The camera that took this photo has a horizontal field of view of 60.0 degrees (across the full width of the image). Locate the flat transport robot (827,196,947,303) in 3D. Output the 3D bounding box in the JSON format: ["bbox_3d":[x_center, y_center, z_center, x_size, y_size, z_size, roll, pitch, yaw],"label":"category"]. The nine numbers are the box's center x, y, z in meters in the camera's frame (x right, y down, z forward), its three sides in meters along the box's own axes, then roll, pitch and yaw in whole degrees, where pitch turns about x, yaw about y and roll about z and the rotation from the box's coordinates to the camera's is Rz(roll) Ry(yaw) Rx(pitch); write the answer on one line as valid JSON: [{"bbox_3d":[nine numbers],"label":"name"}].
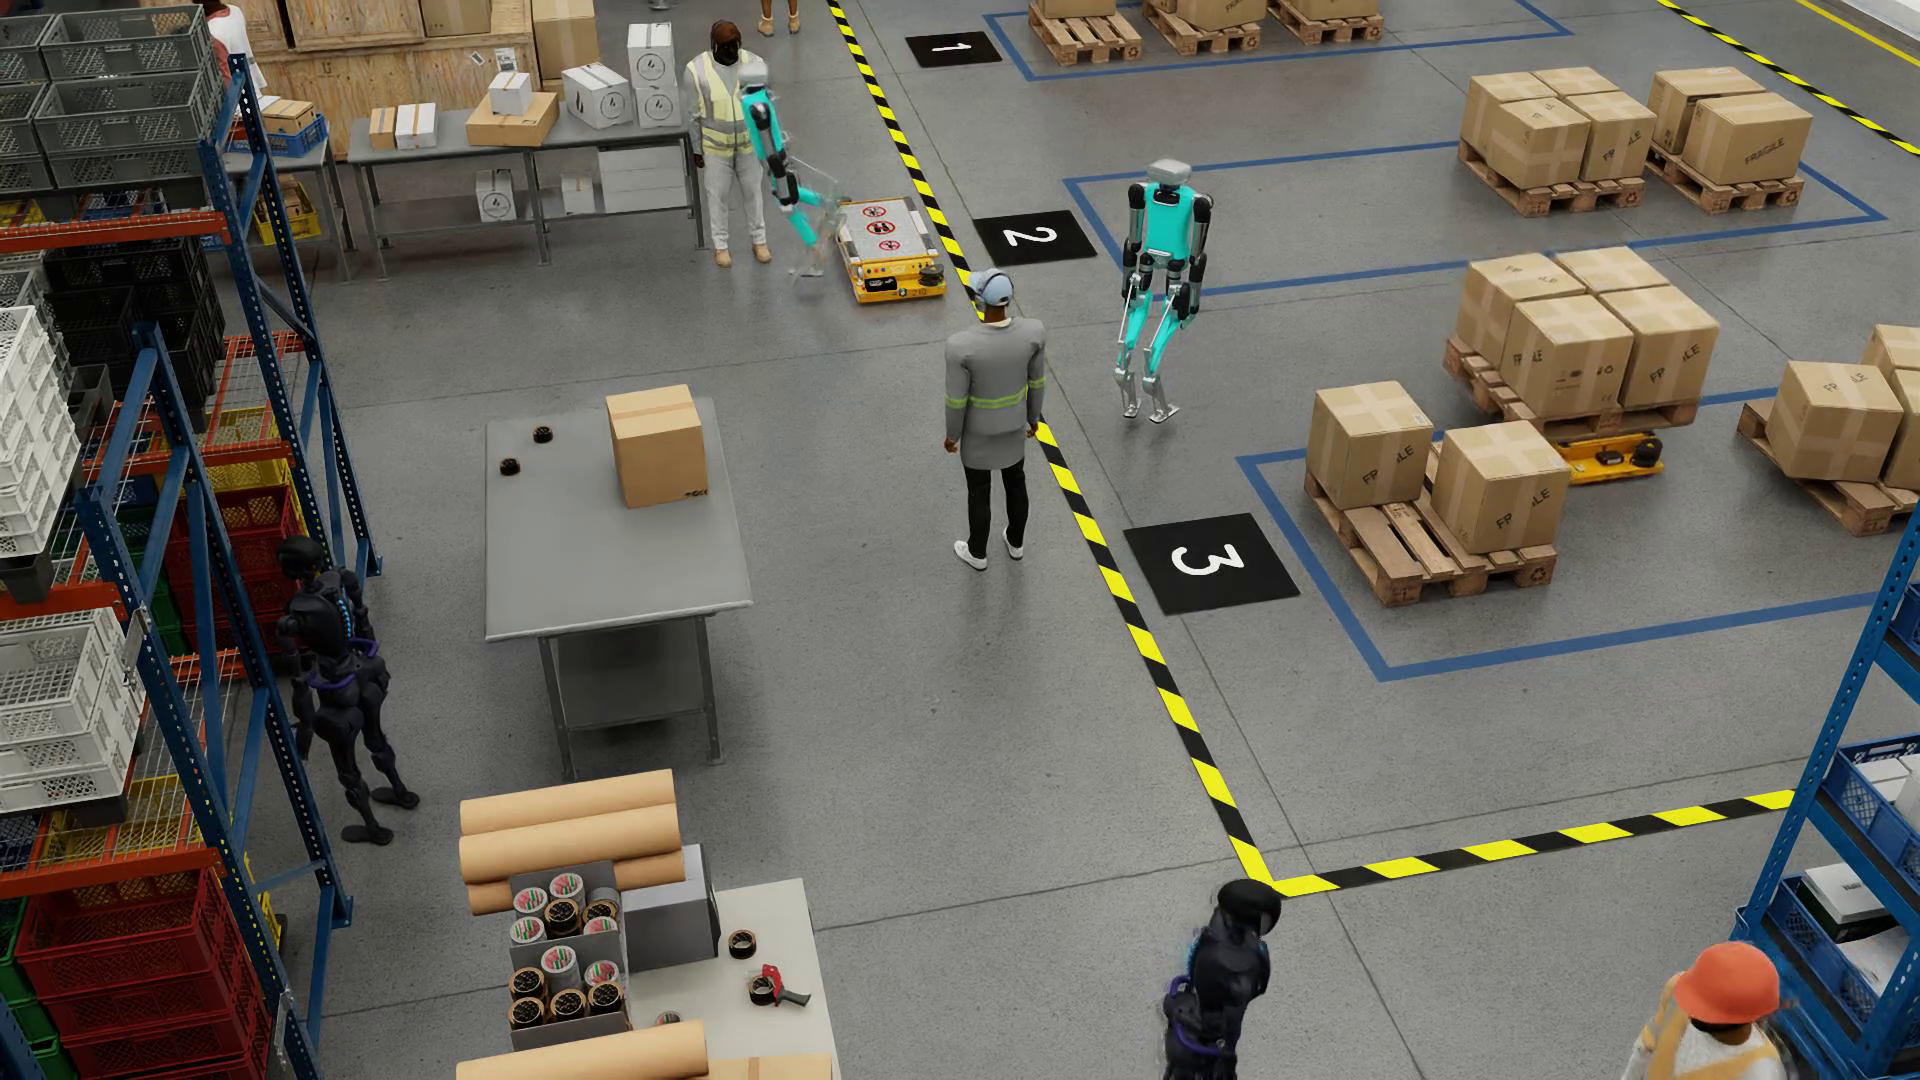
[{"bbox_3d":[-0.570,-2.220,12.538,0.659,0.231,1.431,-8,37,-10],"label":"flat transport robot"}]

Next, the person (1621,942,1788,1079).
[{"bbox_3d":[2.382,1.989,5.495,0.490,1.922,0.553,-6,37,-8],"label":"person"}]

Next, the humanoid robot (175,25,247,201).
[{"bbox_3d":[-5.609,-3.035,12.457,0.465,1.638,0.608,-11,38,-14],"label":"humanoid robot"}]

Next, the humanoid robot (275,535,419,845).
[{"bbox_3d":[-2.776,0.672,7.468,0.308,1.653,0.614,10,38,13],"label":"humanoid robot"}]

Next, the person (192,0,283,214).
[{"bbox_3d":[-5.515,-3.399,12.744,0.391,1.914,0.587,-3,37,-5],"label":"person"}]

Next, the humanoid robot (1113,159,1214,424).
[{"bbox_3d":[1.152,-1.444,10.155,0.533,1.672,0.735,18,40,22],"label":"humanoid robot"}]

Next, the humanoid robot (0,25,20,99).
[{"bbox_3d":[-8.055,-4.052,13.798,0.548,1.799,0.911,-9,38,-12],"label":"humanoid robot"}]

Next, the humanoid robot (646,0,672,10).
[{"bbox_3d":[-3.211,-6.215,16.675,0.578,1.774,0.877,9,38,12],"label":"humanoid robot"}]

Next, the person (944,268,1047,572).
[{"bbox_3d":[0.180,-0.655,9.107,0.593,1.852,0.367,-14,39,-18],"label":"person"}]

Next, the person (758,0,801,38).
[{"bbox_3d":[-1.802,-5.874,15.959,0.613,2.047,0.356,-10,38,-13],"label":"person"}]

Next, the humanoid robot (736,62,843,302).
[{"bbox_3d":[-1.108,-2.501,11.712,0.808,1.795,0.548,-10,38,-13],"label":"humanoid robot"}]

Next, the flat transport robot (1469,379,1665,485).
[{"bbox_3d":[3.850,-0.854,10.678,0.652,0.197,1.431,-8,37,-10],"label":"flat transport robot"}]

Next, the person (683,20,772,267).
[{"bbox_3d":[-1.654,-2.882,12.119,0.622,1.837,0.429,-11,38,-14],"label":"person"}]

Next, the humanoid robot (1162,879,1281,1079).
[{"bbox_3d":[0.877,1.807,5.988,0.716,1.630,0.590,0,37,0],"label":"humanoid robot"}]
